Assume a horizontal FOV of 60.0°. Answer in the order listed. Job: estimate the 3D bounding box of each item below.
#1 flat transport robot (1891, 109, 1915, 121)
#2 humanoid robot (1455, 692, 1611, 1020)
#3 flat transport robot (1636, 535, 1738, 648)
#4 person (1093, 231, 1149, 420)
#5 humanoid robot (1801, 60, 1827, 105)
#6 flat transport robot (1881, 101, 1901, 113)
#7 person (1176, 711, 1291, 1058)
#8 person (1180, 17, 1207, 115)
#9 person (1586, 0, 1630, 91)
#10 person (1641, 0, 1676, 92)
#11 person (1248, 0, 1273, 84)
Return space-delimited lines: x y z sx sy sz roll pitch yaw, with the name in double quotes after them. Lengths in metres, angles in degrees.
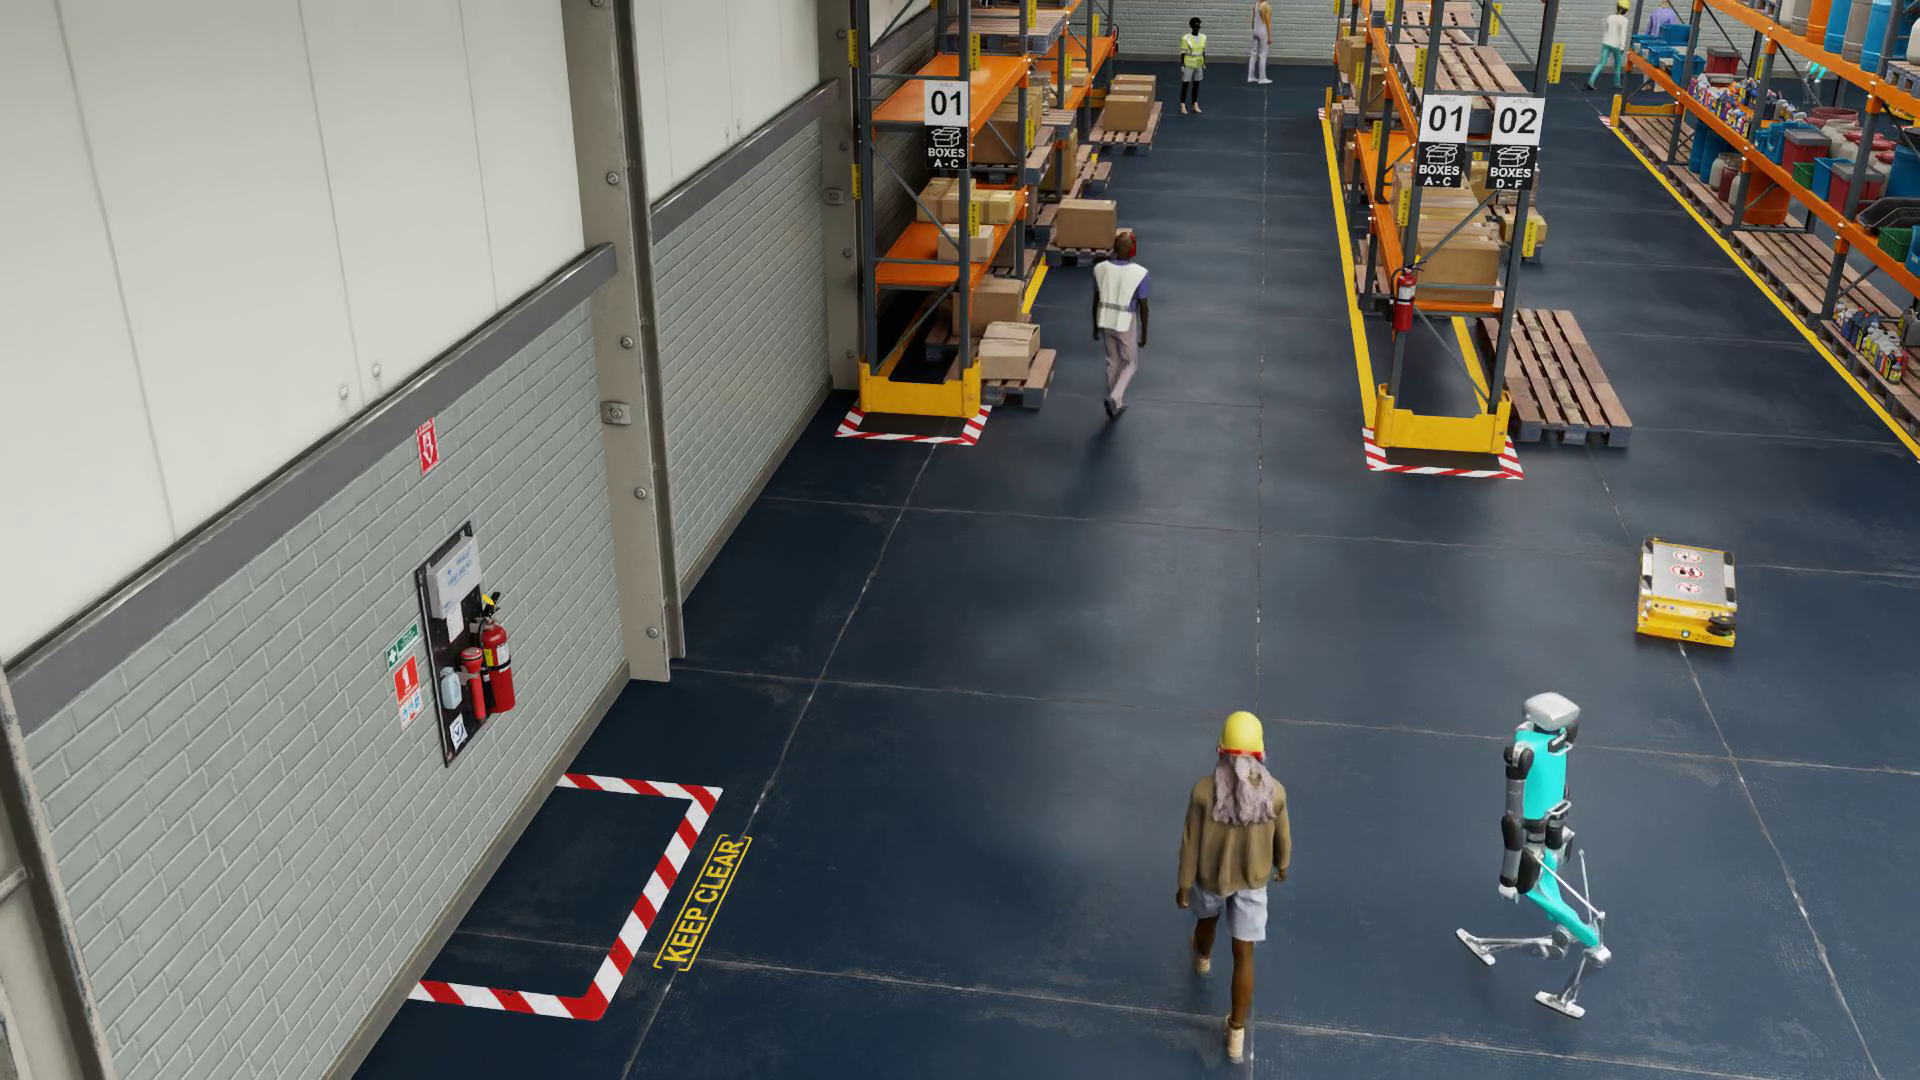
17.453 -7.632 29.693 1.431 0.231 0.659 -2 25 -5 "flat transport robot"
2.943 1.613 8.168 0.548 1.731 0.996 -22 33 -38 "humanoid robot"
5.482 0.372 12.561 0.659 0.231 1.431 9 27 19 "flat transport robot"
1.496 -2.011 15.819 0.572 1.826 0.579 13 28 26 "person"
15.857 -8.906 30.645 0.687 1.764 0.538 -13 28 -26 "humanoid robot"
17.437 -7.849 30.157 1.431 0.231 0.659 -11 27 -23 "flat transport robot"
1.352 1.615 8.197 0.562 1.708 0.920 2 25 4 "person"
4.196 -8.538 29.943 0.540 1.695 0.315 -11 27 -22 "person"
12.562 -9.538 32.075 0.896 1.706 0.571 -15 29 -29 "person"
13.453 -9.559 32.009 0.380 1.797 0.608 -20 32 -36 "person"
5.995 -9.986 32.851 0.392 1.861 0.529 -15 29 -30 "person"
